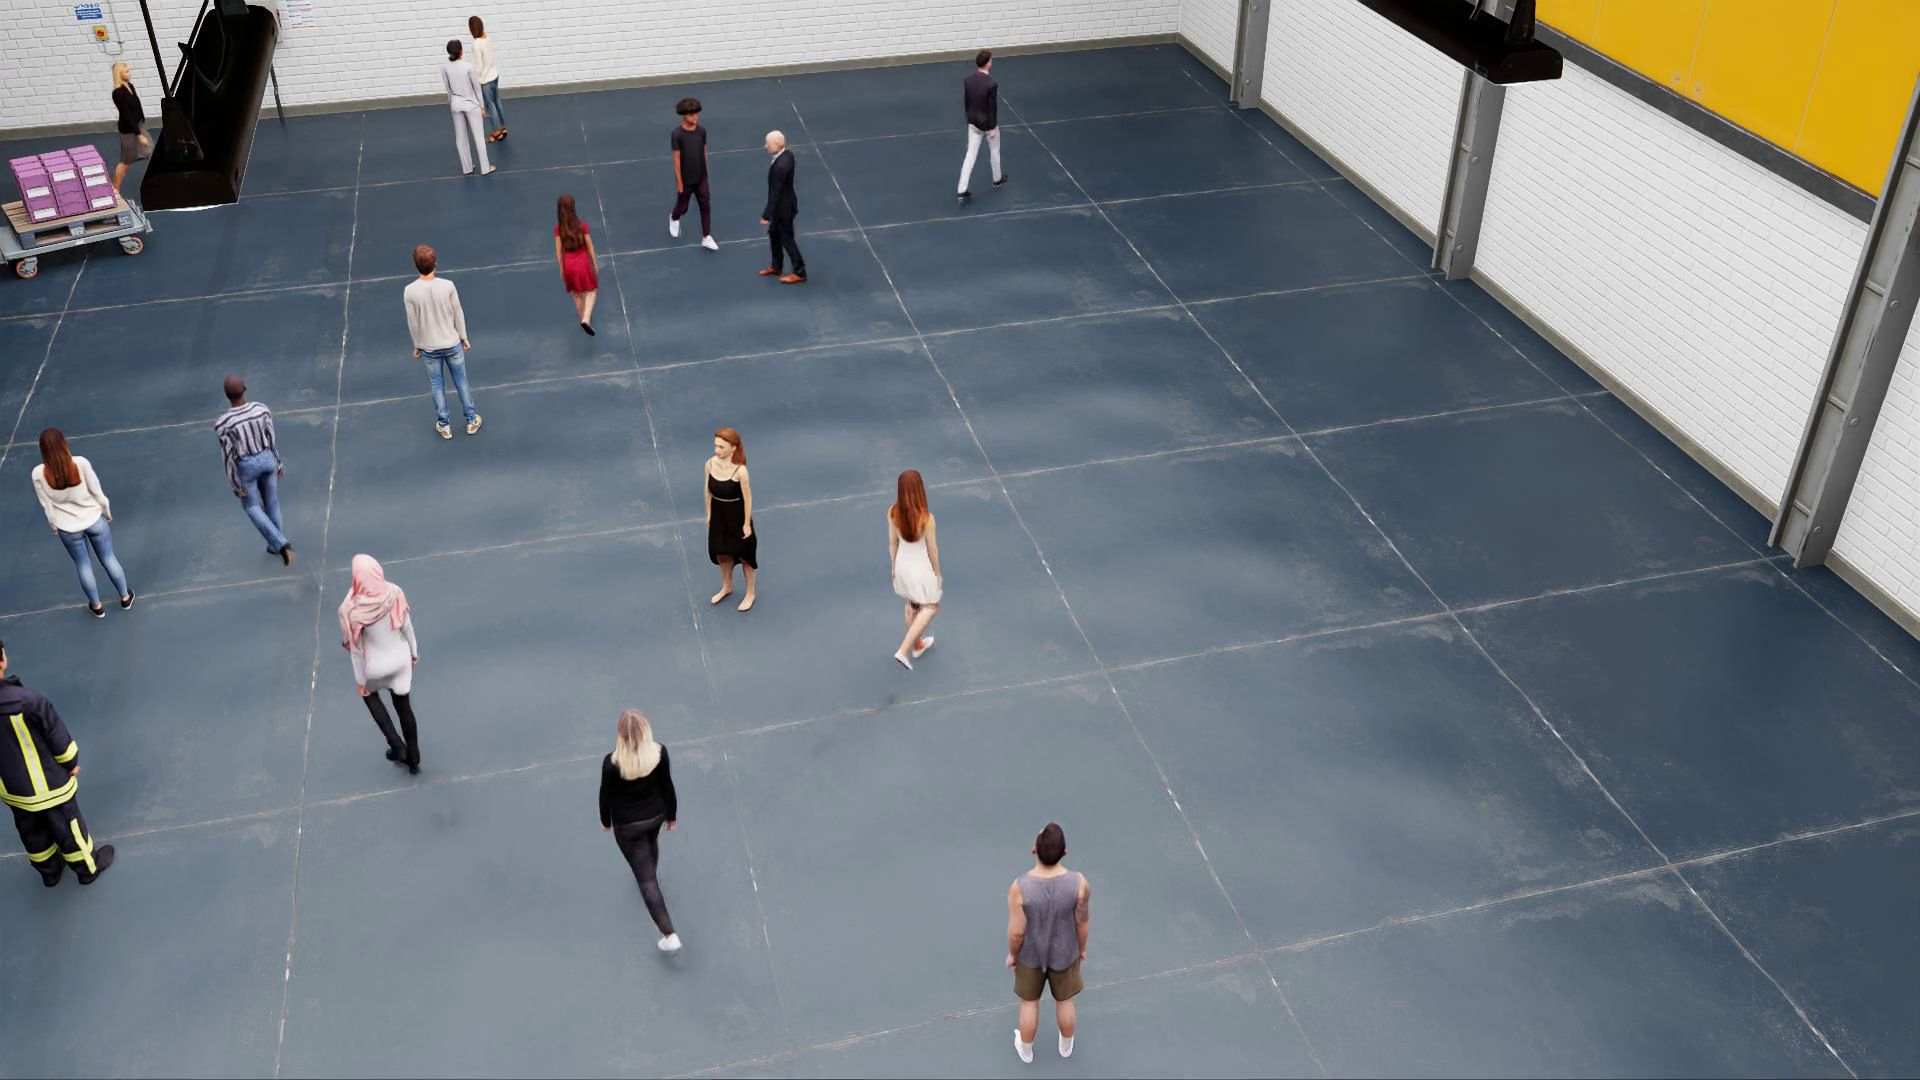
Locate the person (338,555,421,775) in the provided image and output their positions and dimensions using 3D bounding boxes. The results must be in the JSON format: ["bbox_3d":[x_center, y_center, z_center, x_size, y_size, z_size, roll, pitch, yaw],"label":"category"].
[{"bbox_3d":[-3.941,0.911,11.521,0.761,1.791,0.781,-26,42,-33],"label":"person"}]

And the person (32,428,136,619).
[{"bbox_3d":[-6.970,-0.142,13.194,0.667,1.692,0.627,-17,37,-24],"label":"person"}]

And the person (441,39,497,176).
[{"bbox_3d":[-6.324,-5.541,21.279,0.703,1.735,0.682,5,34,7],"label":"person"}]

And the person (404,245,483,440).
[{"bbox_3d":[-4.865,-1.844,15.565,0.671,1.902,0.561,-10,35,-15],"label":"person"}]

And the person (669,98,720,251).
[{"bbox_3d":[-3.165,-4.273,19.348,0.875,1.760,1.125,-21,39,-28],"label":"person"}]

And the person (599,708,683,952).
[{"bbox_3d":[-1.948,1.811,10.295,0.845,1.648,1.210,-20,38,-27],"label":"person"}]

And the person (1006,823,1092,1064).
[{"bbox_3d":[0.493,2.317,9.469,0.662,1.845,0.620,-4,34,-5],"label":"person"}]

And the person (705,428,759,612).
[{"bbox_3d":[-1.825,-0.181,13.314,0.670,1.624,0.725,16,37,22],"label":"person"}]

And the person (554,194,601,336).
[{"bbox_3d":[-4.001,-2.844,17.395,0.645,1.543,0.848,-2,34,-3],"label":"person"}]

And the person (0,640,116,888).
[{"bbox_3d":[-5.945,1.434,10.611,0.852,1.928,0.772,0,34,0],"label":"person"}]

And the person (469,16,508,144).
[{"bbox_3d":[-6.340,-6.194,22.310,0.755,1.680,0.615,4,34,7],"label":"person"}]

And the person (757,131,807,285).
[{"bbox_3d":[-1.878,-3.670,18.426,0.870,1.776,0.818,0,34,-1],"label":"person"}]

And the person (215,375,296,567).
[{"bbox_3d":[-5.748,-0.525,13.692,1.002,1.779,0.887,28,42,35],"label":"person"}]

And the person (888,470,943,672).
[{"bbox_3d":[-0.378,0.271,12.566,0.883,1.700,0.942,17,37,24],"label":"person"}]

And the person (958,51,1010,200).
[{"bbox_3d":[0.204,-5.069,20.517,1.236,1.792,1.231,22,40,30],"label":"person"}]
